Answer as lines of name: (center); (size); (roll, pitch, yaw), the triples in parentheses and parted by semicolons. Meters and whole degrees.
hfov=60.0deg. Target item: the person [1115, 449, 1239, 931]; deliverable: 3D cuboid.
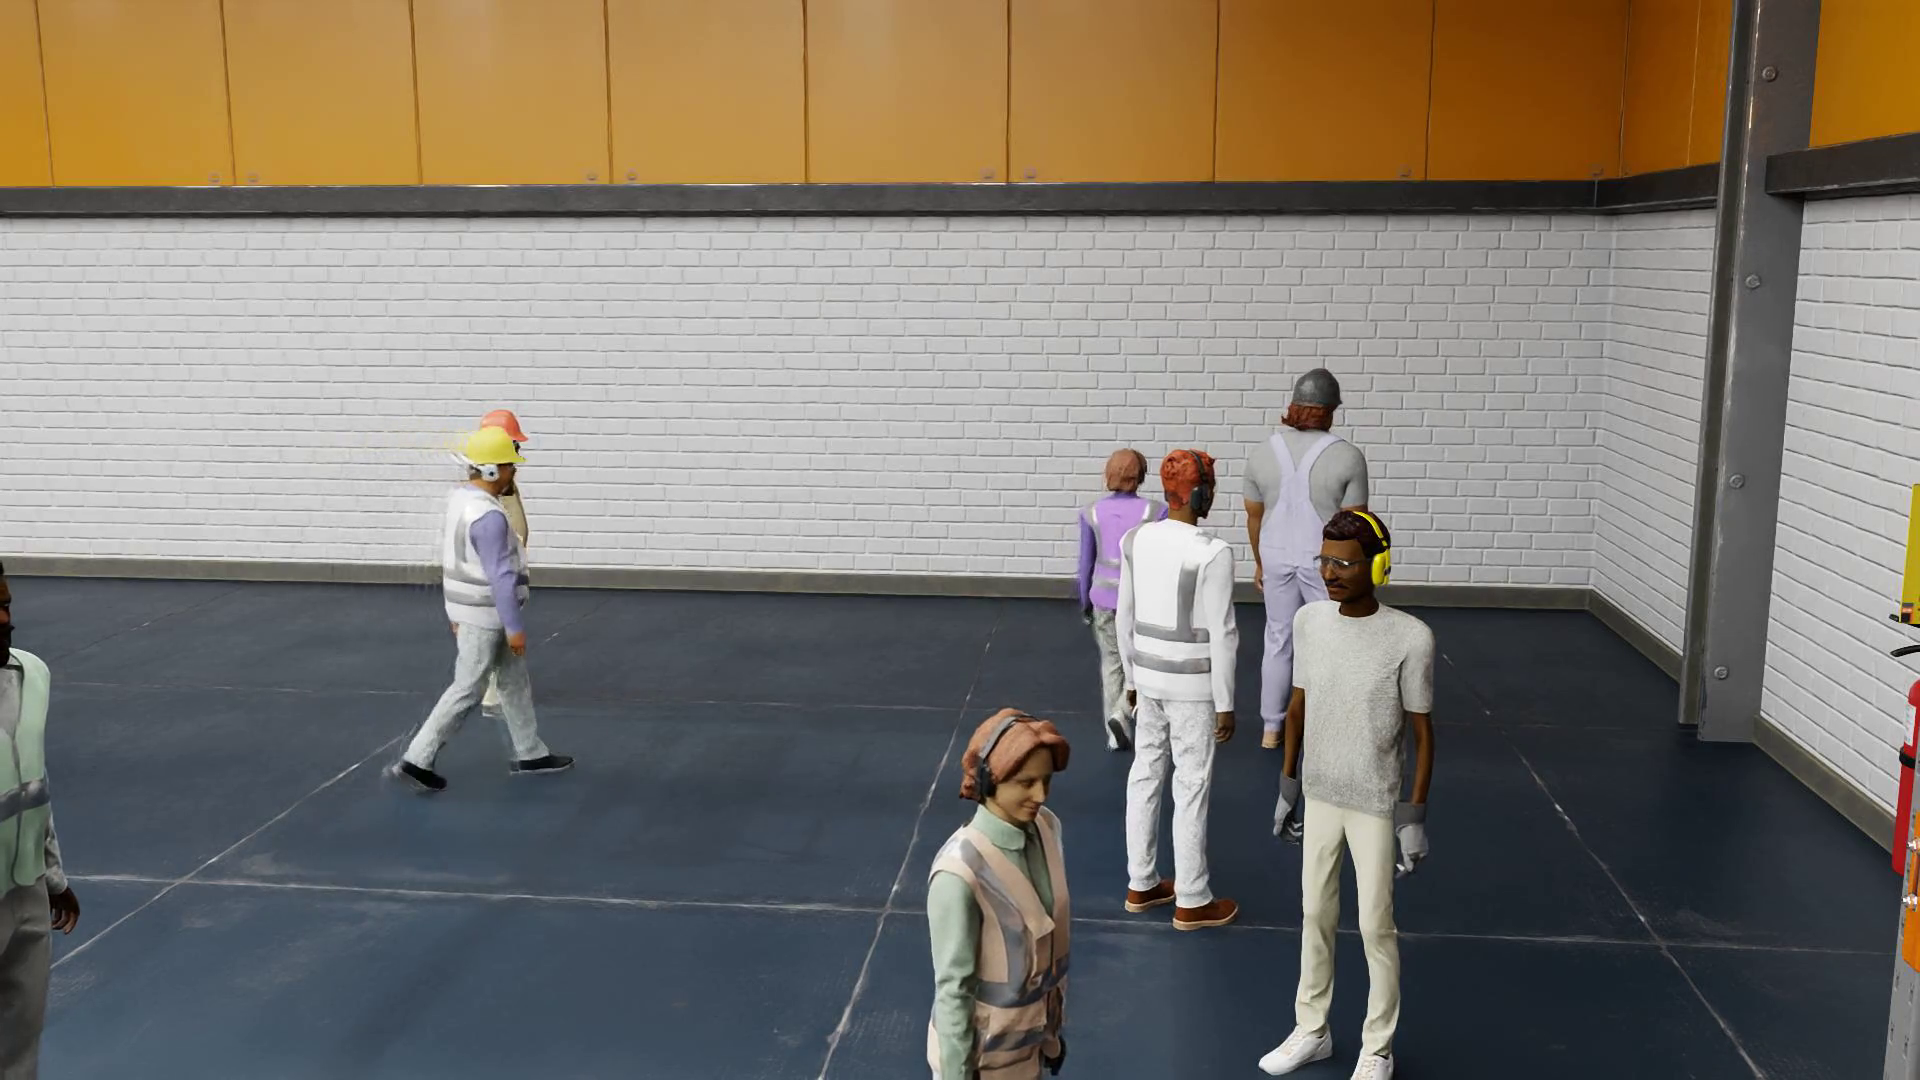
person: (0.858, 0.581, 6.538); (0.352, 1.881, 0.576); (-8, 13, -38)

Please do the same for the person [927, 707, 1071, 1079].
person: (0.090, 1.181, 3.804); (0.316, 1.637, 0.514); (5, 11, 28)

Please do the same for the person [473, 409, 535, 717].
person: (-2.606, 0.127, 9.505); (0.341, 1.750, 0.565); (-1, 10, -5)

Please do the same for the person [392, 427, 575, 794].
person: (-2.385, 0.346, 8.147); (0.872, 1.799, 0.602); (-4, 11, -24)

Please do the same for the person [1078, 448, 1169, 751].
person: (0.850, 0.333, 8.687); (0.531, 1.620, 0.430); (5, 11, 26)

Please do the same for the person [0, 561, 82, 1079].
person: (-2.564, 0.947, 4.340); (0.371, 1.916, 0.597); (1, 10, 7)

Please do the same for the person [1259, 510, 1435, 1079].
person: (1.217, 0.824, 5.190); (0.532, 1.868, 0.310); (9, 14, 43)

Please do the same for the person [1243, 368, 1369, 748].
person: (1.863, 0.112, 8.769); (0.672, 2.000, 0.536); (7, 12, 35)
